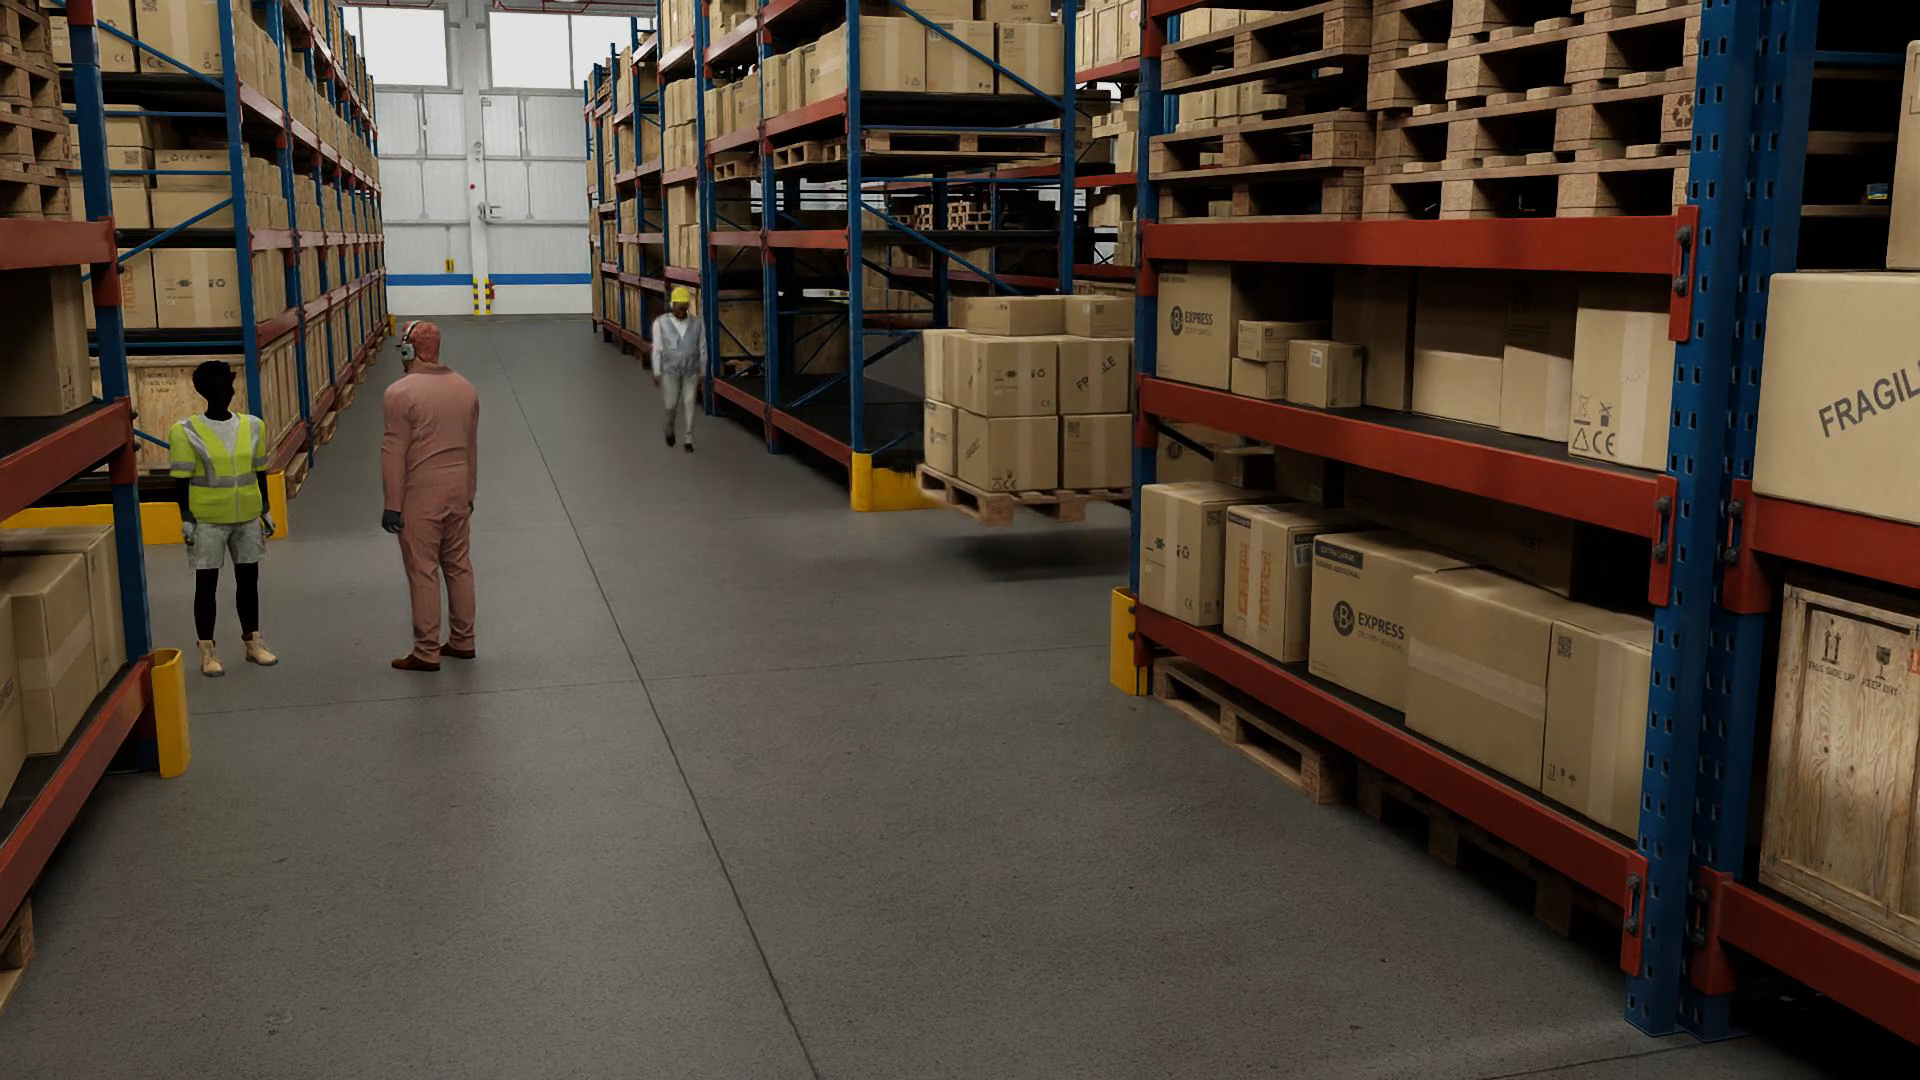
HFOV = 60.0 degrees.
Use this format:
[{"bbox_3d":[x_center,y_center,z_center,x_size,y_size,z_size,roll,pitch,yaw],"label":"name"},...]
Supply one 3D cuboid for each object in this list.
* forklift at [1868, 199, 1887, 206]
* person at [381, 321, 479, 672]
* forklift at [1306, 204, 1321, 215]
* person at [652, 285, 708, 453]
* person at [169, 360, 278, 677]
[{"bbox_3d":[11.338,-2.915,21.052,1.129,2.768,1.873,-3,11,-17],"label":"forklift"},{"bbox_3d":[-2.907,-0.241,9.094,0.400,1.901,0.645,5,11,25],"label":"person"},{"bbox_3d":[2.825,-1.429,12.905,1.873,2.768,1.129,-3,11,-18],"label":"forklift"},{"bbox_3d":[-3.046,-1.861,18.164,0.614,1.822,0.414,-4,11,-19],"label":"person"},{"bbox_3d":[-3.968,-0.122,8.986,0.317,1.696,0.538,9,14,40],"label":"person"}]
